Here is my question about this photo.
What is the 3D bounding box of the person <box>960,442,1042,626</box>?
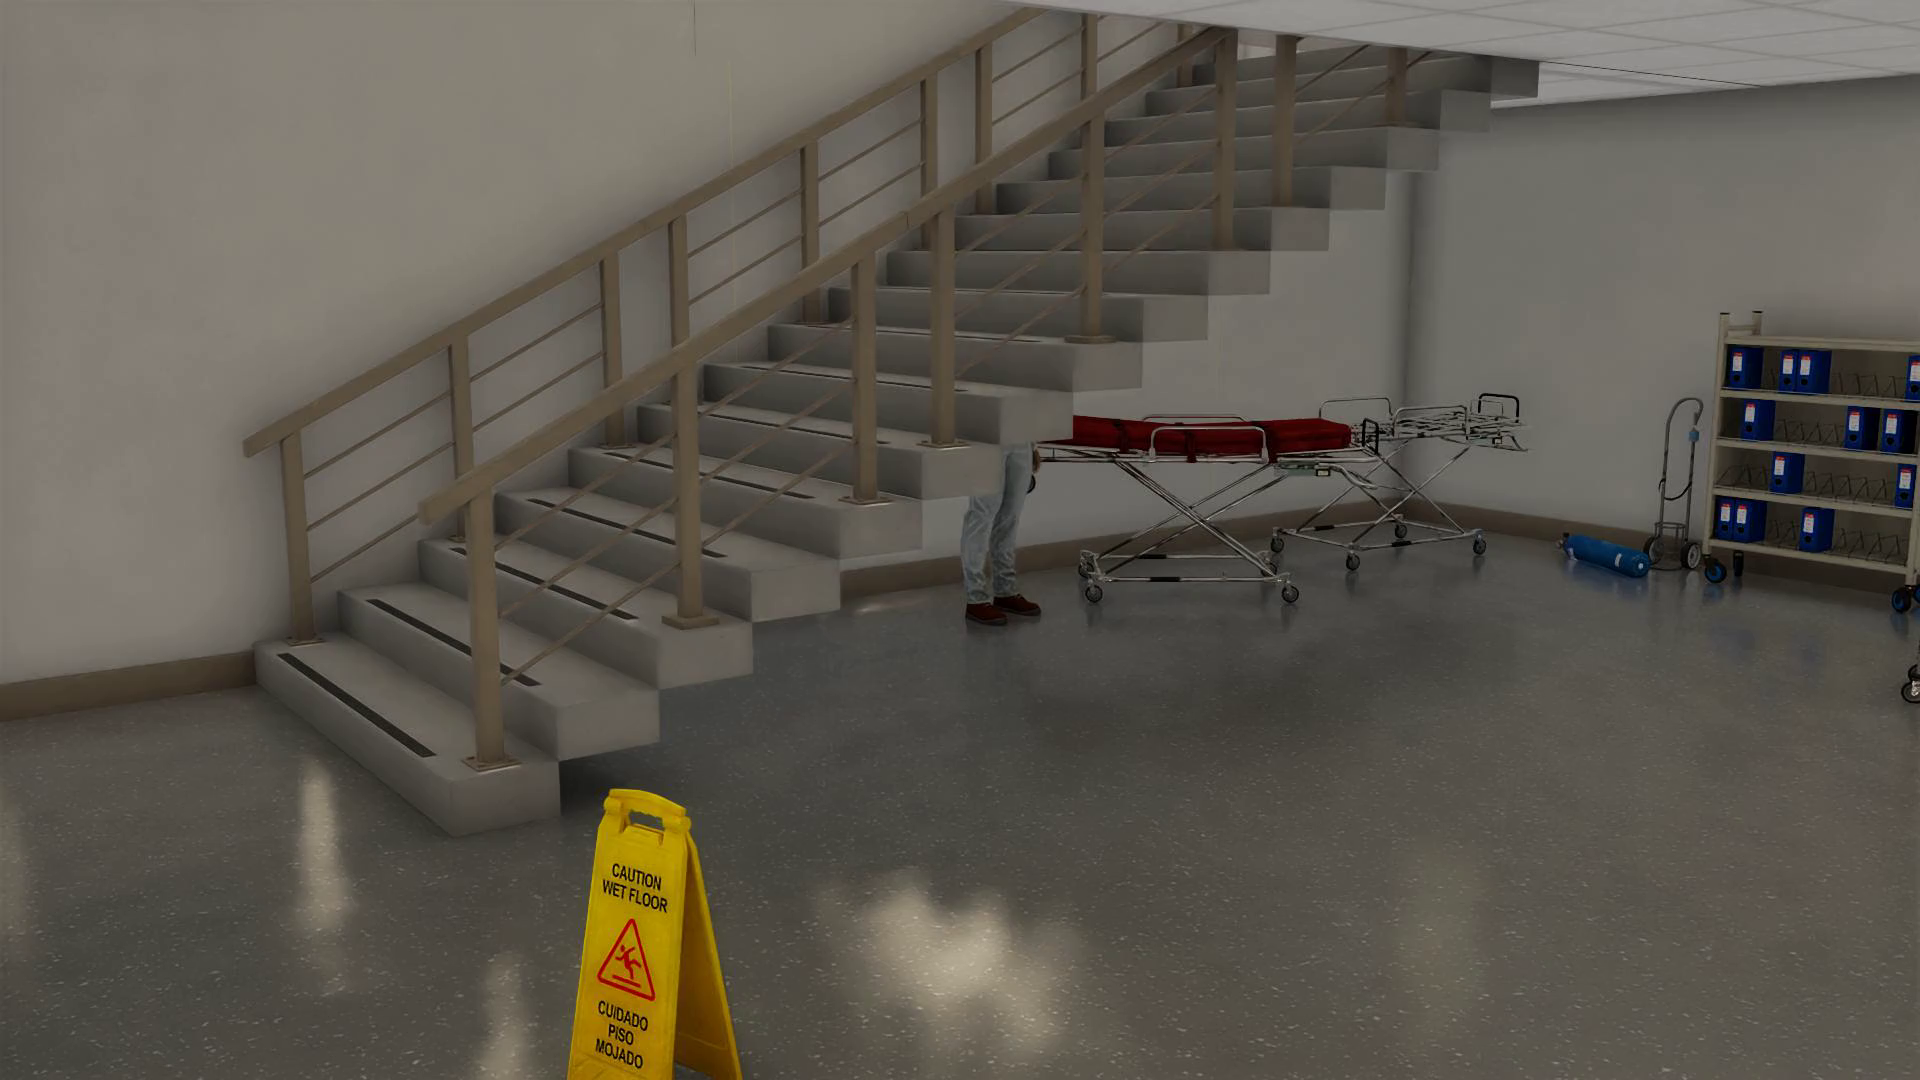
[{"bbox_3d":[0.221,-0.516,9.107,0.372,1.940,0.632,8,13,39],"label":"person"}]
